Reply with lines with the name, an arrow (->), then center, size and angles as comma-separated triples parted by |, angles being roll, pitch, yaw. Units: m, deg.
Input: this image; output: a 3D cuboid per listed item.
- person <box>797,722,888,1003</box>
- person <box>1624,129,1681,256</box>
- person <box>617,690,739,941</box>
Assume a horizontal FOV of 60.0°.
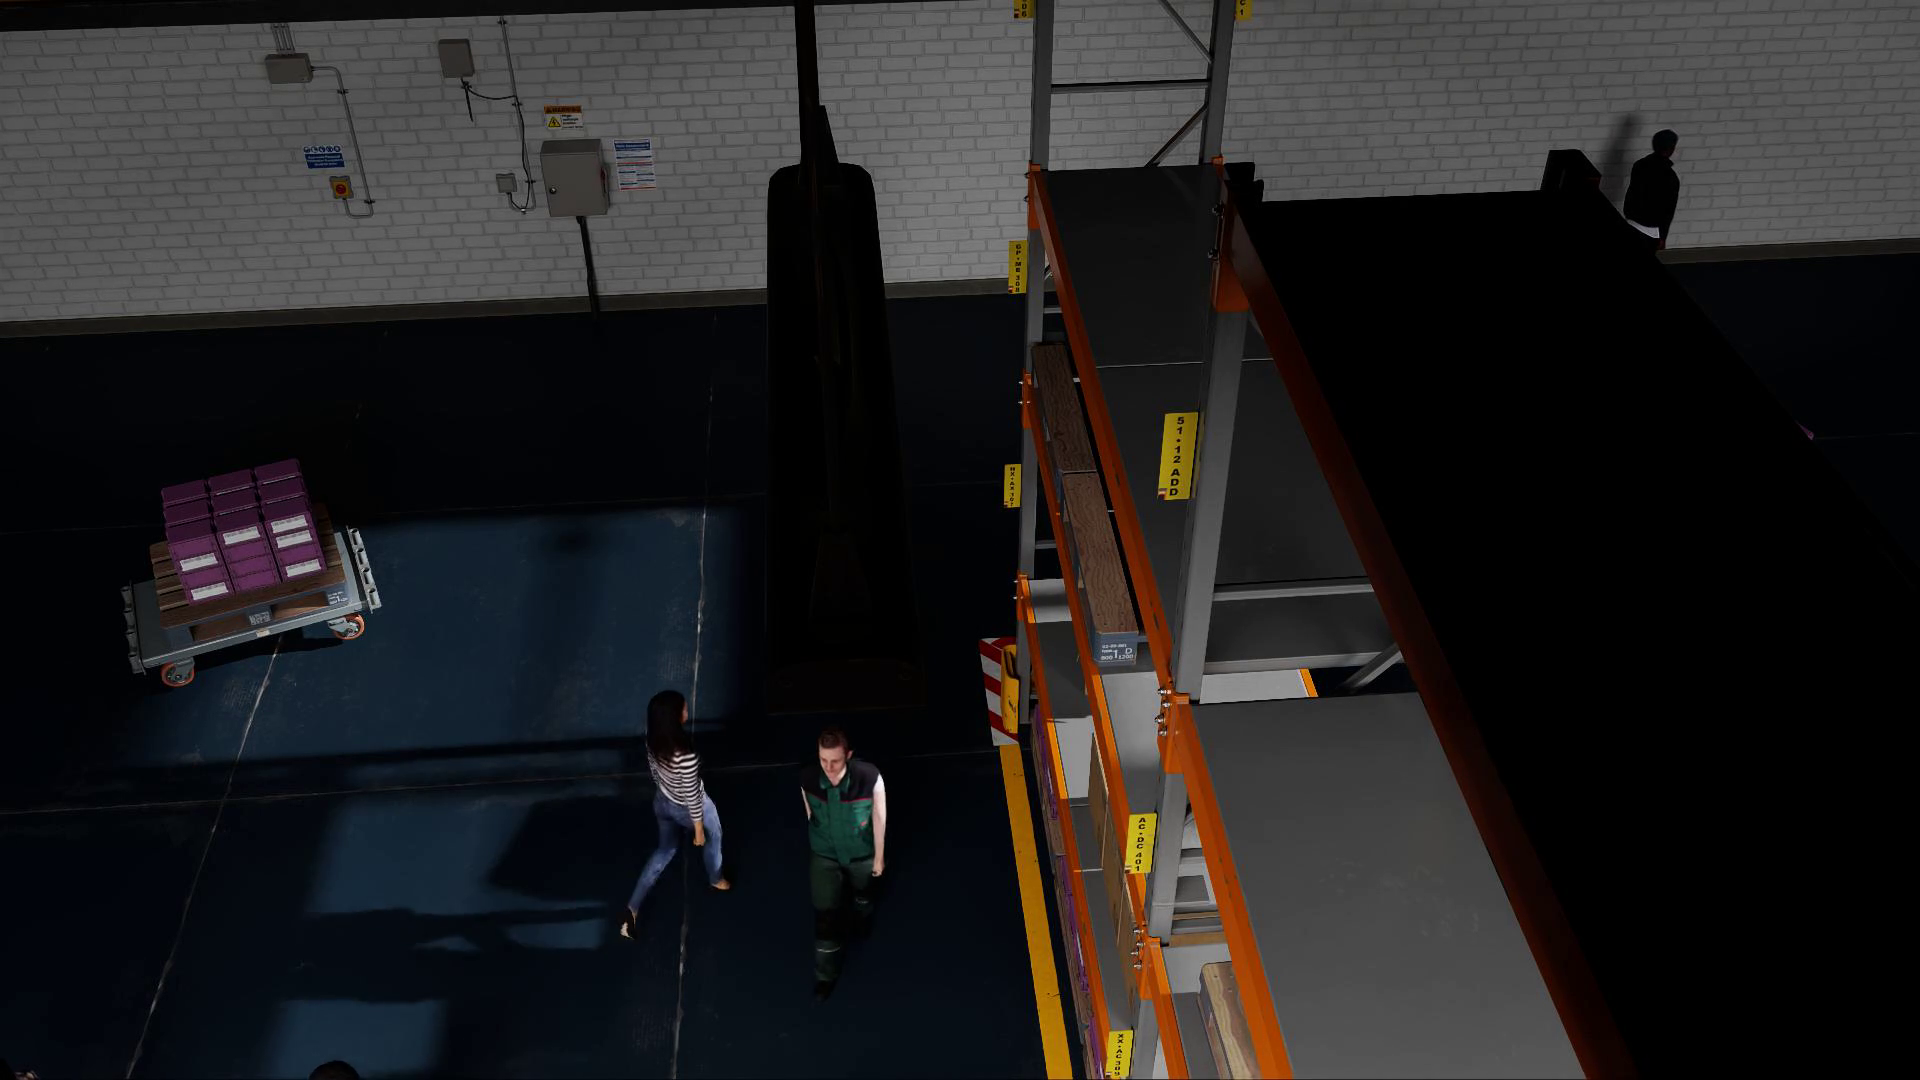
person -> -0.622, 1.649, 9.339 | 0.751, 1.804, 1.094 | 2, 39, 3
person -> 6.140, -2.835, 14.943 | 0.813, 1.819, 0.668 | -18, 42, -21
person -> -1.655, 1.591, 9.444 | 1.073, 1.765, 1.098 | 30, 48, 32
